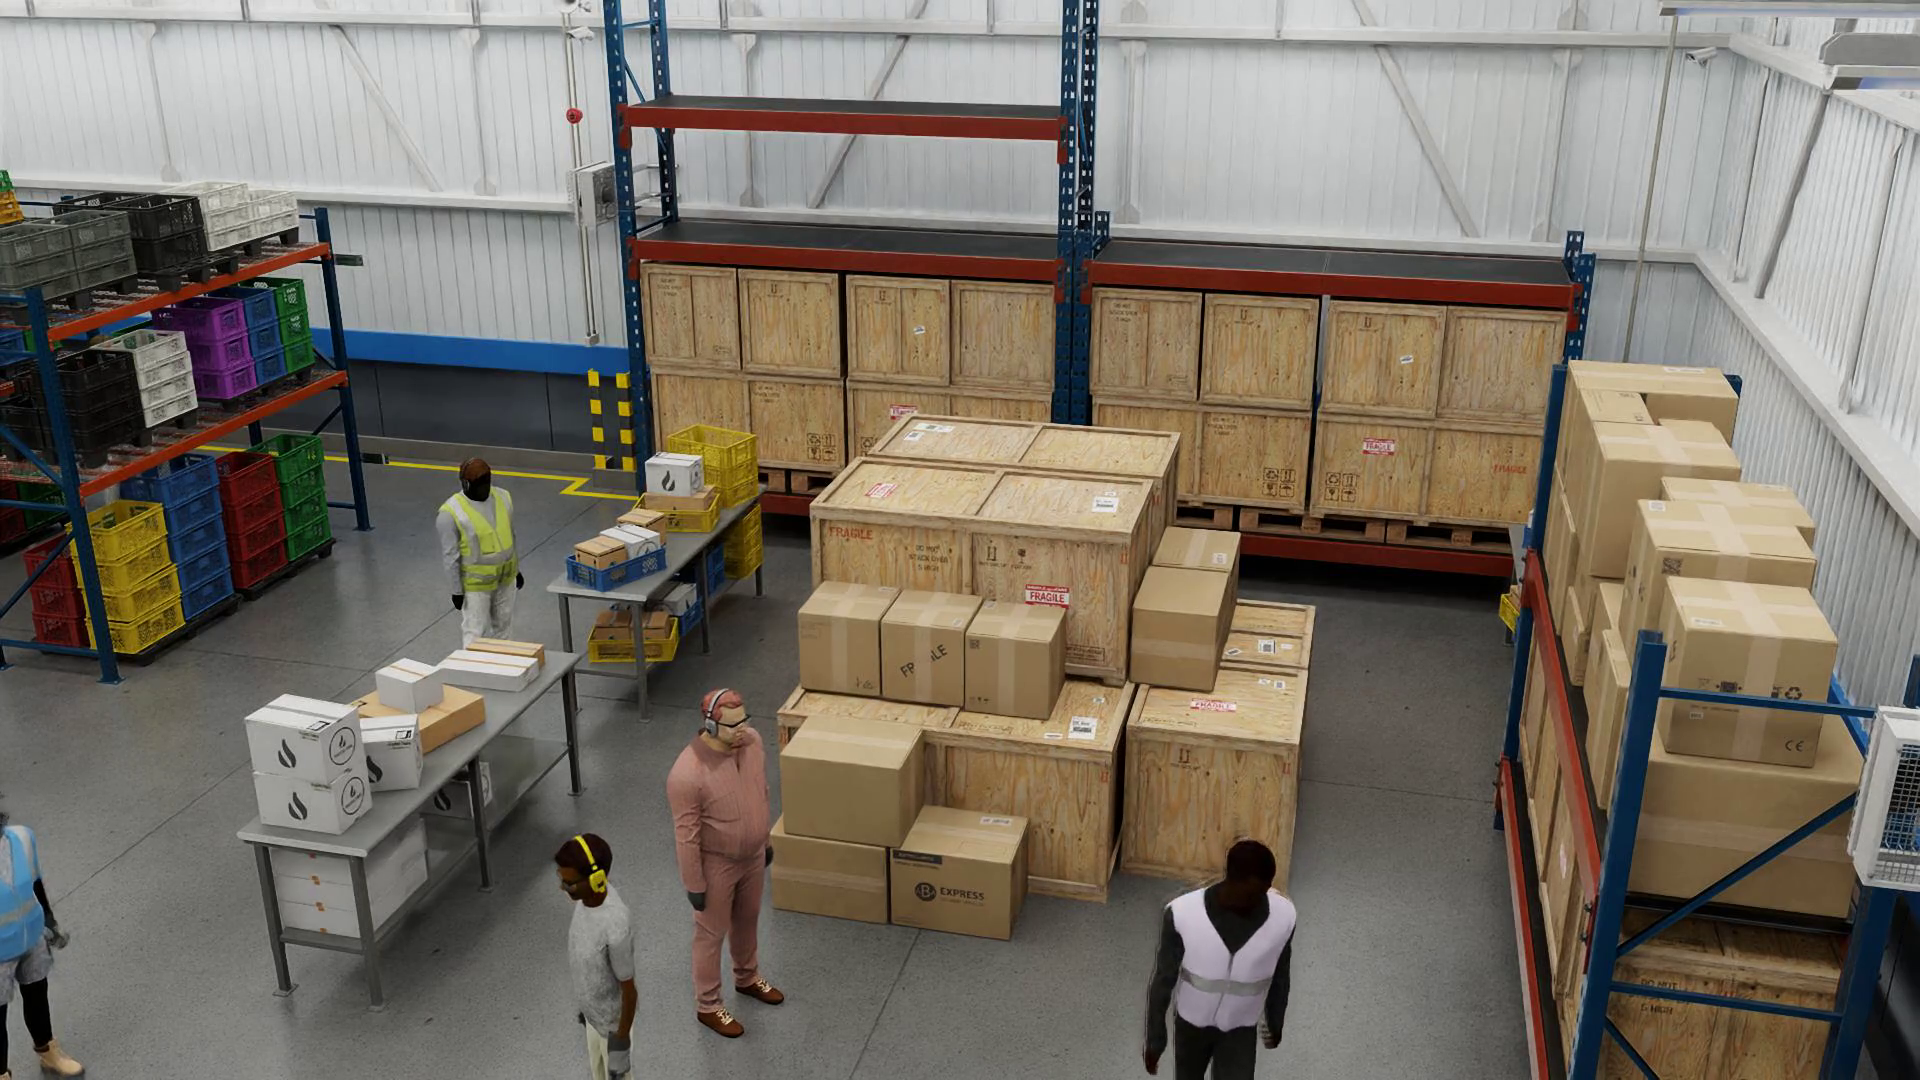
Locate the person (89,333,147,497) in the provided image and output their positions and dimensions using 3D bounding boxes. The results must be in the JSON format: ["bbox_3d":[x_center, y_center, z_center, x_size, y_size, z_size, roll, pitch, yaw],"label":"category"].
[{"bbox_3d":[-7.609,-0.942,15.157,0.629,1.937,0.379,18,28,40],"label":"person"}]

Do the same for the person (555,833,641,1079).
[{"bbox_3d":[-1.571,2.105,7.287,0.329,1.865,0.507,-13,24,-30],"label":"person"}]

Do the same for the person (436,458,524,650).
[{"bbox_3d":[-3.431,0.286,12.075,0.429,1.842,0.635,15,26,34],"label":"person"}]

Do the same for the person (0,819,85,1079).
[{"bbox_3d":[-4.573,1.930,7.974,0.316,1.695,0.547,8,22,20],"label":"person"}]

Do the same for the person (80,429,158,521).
[{"bbox_3d":[-7.569,-0.812,14.945,0.665,1.862,0.428,-16,26,-36],"label":"person"}]

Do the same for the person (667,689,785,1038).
[{"bbox_3d":[-1.170,1.623,8.503,0.402,1.900,0.644,14,25,32],"label":"person"}]

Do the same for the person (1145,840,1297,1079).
[{"bbox_3d":[1.130,2.116,7.277,0.627,1.853,1.001,1,21,2],"label":"person"}]
